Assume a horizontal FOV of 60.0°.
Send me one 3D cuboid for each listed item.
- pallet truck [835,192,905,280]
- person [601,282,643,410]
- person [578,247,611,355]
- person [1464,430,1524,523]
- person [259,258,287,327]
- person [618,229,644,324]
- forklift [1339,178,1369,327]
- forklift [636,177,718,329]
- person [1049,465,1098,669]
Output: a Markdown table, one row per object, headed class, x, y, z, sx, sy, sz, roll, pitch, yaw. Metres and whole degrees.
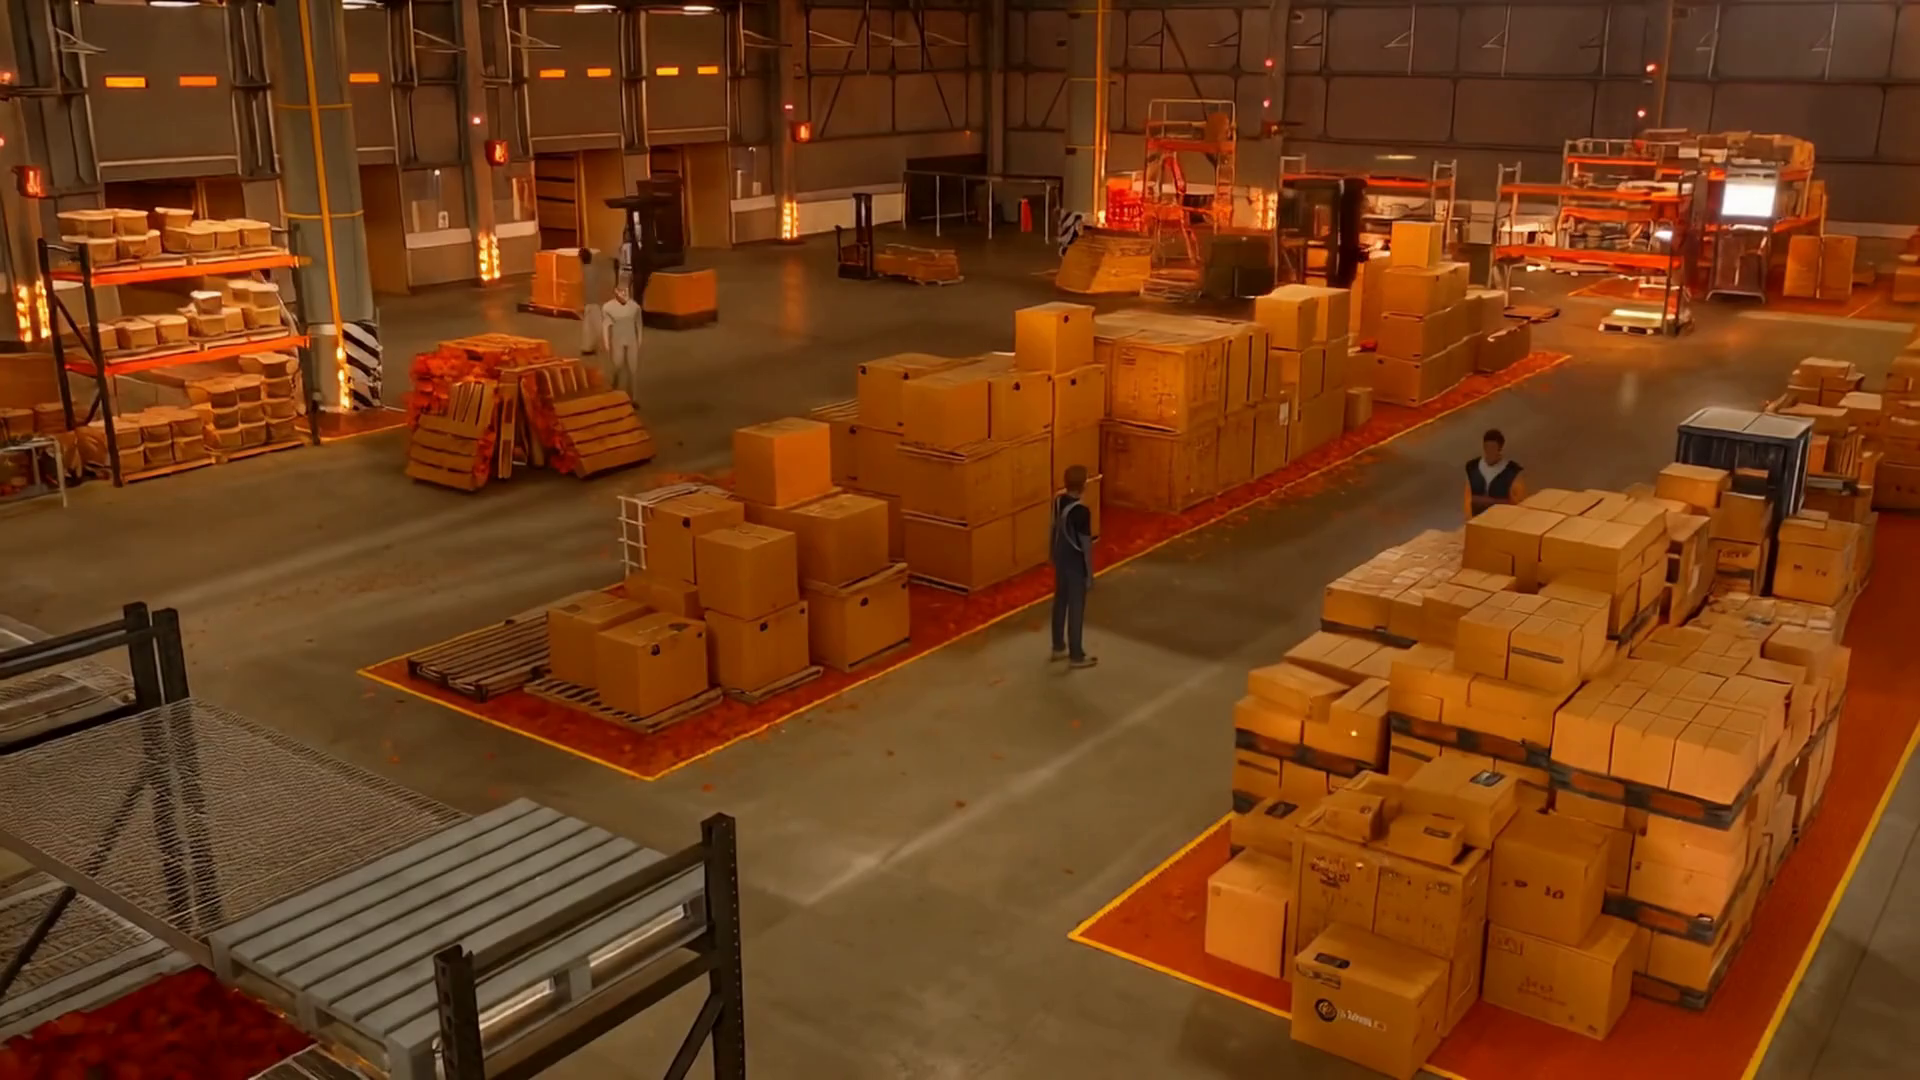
| class | x | y | z | sx | sy | sz | roll | pitch | yaw |
| --- | --- | --- | --- | --- | --- | --- | --- | --- | --- |
| pallet truck | -1.936 | -7.159 | 38.982 | 1.885 | 1.965 | 0.823 | -12 | 21 | -34 |
| person | -5.105 | -2.956 | 25.182 | 0.629 | 1.926 | 0.624 | -6 | 18 | -20 |
| person | -6.448 | -4.206 | 29.348 | 0.577 | 1.919 | 0.631 | -1 | 17 | -5 |
| person | 5.105 | -0.150 | 16.012 | 0.594 | 1.873 | 1.035 | 13 | 21 | 37 |
| person | -11.561 | -3.759 | 27.849 | 0.553 | 1.919 | 0.403 | 15 | 22 | 41 |
| person | -6.416 | -5.119 | 32.424 | 0.356 | 1.883 | 0.572 | 14 | 22 | 38 |
| forklift | 7.553 | -5.562 | 32.193 | 1.873 | 2.768 | 1.129 | 3 | 17 | 10 |
| forklift | -5.767 | -5.625 | 32.400 | 1.873 | 2.768 | 1.129 | 12 | 21 | 35 |
| person | 1.008 | 0.236 | 14.755 | 0.335 | 1.845 | 0.513 | -12 | 20 | -34 |
